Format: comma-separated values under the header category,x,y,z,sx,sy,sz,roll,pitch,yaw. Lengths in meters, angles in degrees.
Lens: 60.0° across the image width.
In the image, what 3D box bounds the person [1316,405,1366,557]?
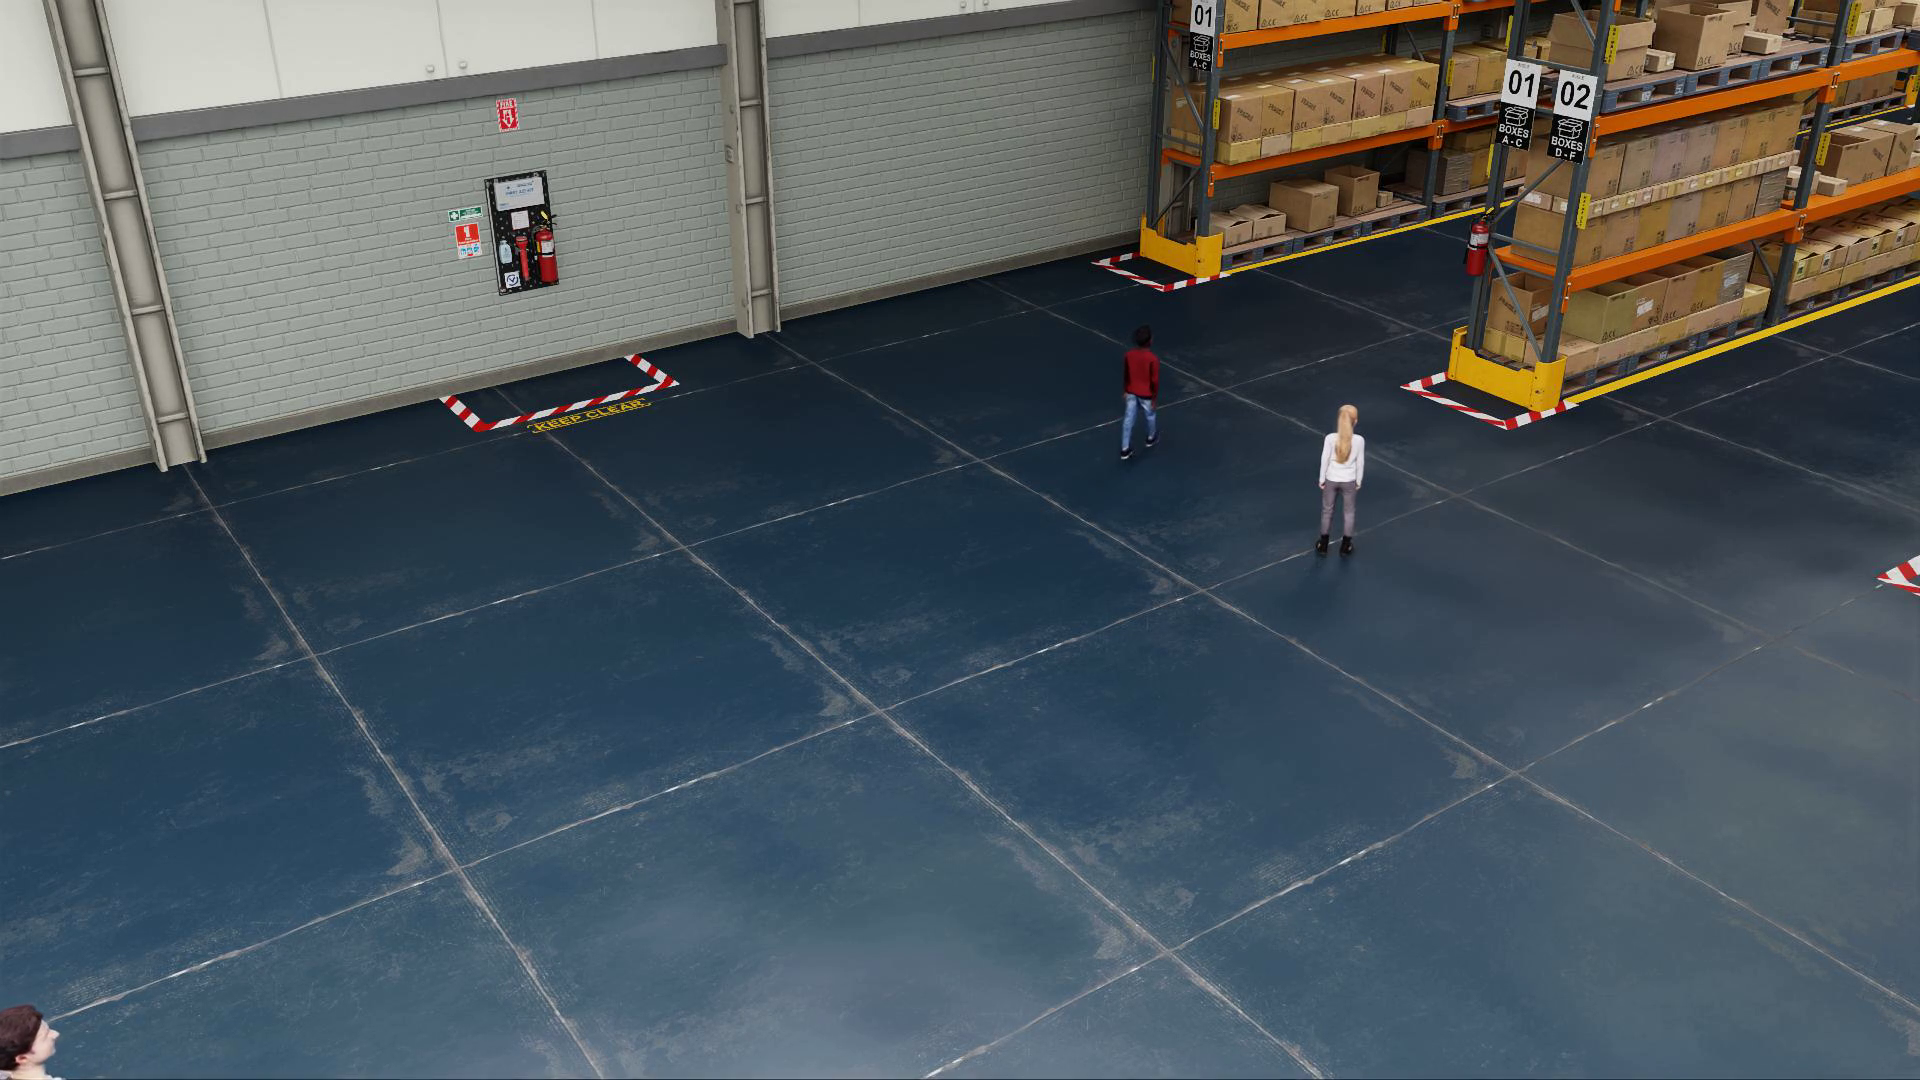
category,x,y,z,sx,sy,sz,roll,pitch,yaw
person,3.052,-0.479,13.327,0.581,1.279,0.637,6,28,12

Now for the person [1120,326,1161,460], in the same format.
category,x,y,z,sx,sy,sz,roll,pitch,yaw
person,1.601,-1.305,14.993,0.761,1.225,0.938,14,30,25

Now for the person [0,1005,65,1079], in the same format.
category,x,y,z,sx,sy,sz,roll,pitch,yaw
person,-3.611,2.624,6.727,0.703,1.806,0.720,10,29,18
